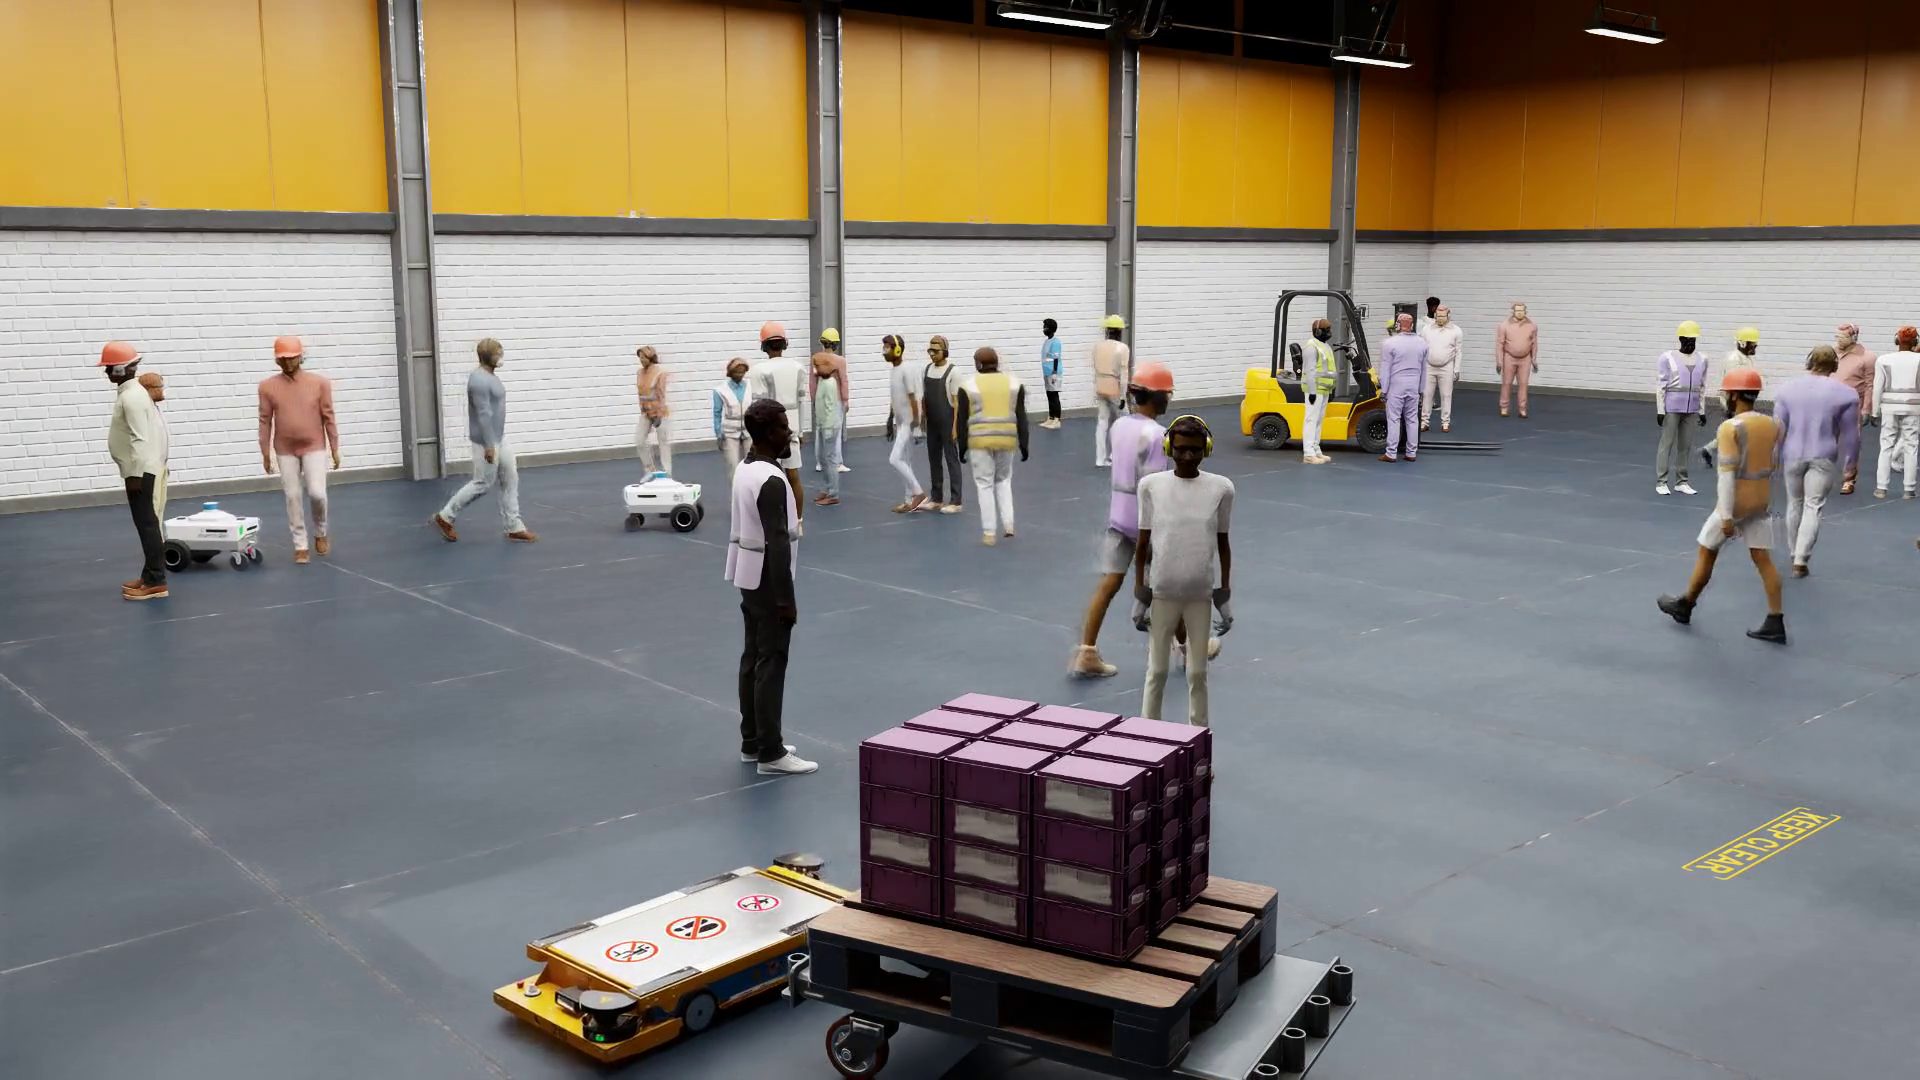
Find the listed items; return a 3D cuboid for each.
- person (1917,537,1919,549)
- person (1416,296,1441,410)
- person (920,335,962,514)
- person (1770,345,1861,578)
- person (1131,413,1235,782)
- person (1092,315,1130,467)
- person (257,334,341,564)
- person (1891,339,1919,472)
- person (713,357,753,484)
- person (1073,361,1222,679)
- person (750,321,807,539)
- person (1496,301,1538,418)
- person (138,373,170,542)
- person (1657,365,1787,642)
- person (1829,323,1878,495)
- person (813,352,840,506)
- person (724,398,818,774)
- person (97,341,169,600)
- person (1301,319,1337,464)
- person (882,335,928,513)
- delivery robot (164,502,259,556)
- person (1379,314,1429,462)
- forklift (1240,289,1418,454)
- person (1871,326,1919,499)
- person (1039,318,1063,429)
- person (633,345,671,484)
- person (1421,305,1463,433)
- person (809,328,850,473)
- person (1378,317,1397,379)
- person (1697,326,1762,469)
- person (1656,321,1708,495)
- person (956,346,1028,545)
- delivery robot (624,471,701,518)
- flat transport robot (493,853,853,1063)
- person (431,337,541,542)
[{"bbox_3d":[6.393,-0.015,10.608,0.822,1.710,0.498,-3,10,-15],"label":"person"},{"bbox_3d":[8.025,-3.181,28.435,0.609,1.953,0.390,-7,12,-35],"label":"person"},{"bbox_3d":[-0.197,-1.183,17.082,0.503,1.838,0.349,9,13,41],"label":"person"},{"bbox_3d":[7.130,-0.667,13.855,0.652,1.894,0.968,8,12,38],"label":"person"},{"bbox_3d":[1.116,0.292,8.350,0.509,1.865,0.329,0,10,3],"label":"person"},{"bbox_3d":[1.903,-1.855,20.800,0.598,1.909,0.530,8,13,40],"label":"person"},{"bbox_3d":[-5.661,-0.772,14.237,0.653,1.976,0.434,-2,10,-13],"label":"person"},{"bbox_3d":[11.589,-1.634,20.298,0.363,1.625,0.582,6,12,33],"label":"person"},{"bbox_3d":[-2.239,-1.056,16.934,0.542,1.620,0.429,-3,10,-16],"label":"person"},{"bbox_3d":[1.167,-0.119,10.397,1.073,1.987,0.629,-6,11,-30],"label":"person"},{"bbox_3d":[-1.696,-0.994,15.366,0.609,2.040,0.394,-9,13,-43],"label":"person"},{"bbox_3d":[9.100,-2.942,27.180,0.653,1.906,0.403,1,10,8],"label":"person"},{"bbox_3d":[-6.981,-0.634,14.440,0.272,1.632,0.508,-2,10,-12],"label":"person"},{"bbox_3d":[5.398,-0.269,11.589,0.553,1.879,1.032,-4,11,-23],"label":"person"},{"bbox_3d":[9.805,-1.458,18.494,0.400,1.901,0.643,-6,12,-33],"label":"person"},{"bbox_3d":[-1.420,-1.176,17.648,0.295,1.624,0.514,-2,10,-14],"label":"person"},{"bbox_3d":[-0.990,0.237,8.504,0.392,1.922,0.592,-4,11,-24],"label":"person"},{"bbox_3d":[-6.372,-0.538,12.827,0.393,1.990,0.616,-4,11,-24],"label":"person"},{"bbox_3d":[4.582,-1.897,21.228,0.430,1.845,0.619,5,11,29],"label":"person"},{"bbox_3d":[-0.571,-1.165,16.936,0.432,1.842,0.596,-4,10,-21],"label":"person"},{"bbox_3d":[-6.317,-0.075,14.050,0.707,0.478,0.477,0,10,3],"label":"delivery robot"},{"bbox_3d":[5.668,-1.943,21.338,0.644,1.903,0.401,-3,10,-18],"label":"person"},{"bbox_3d":[5.034,-2.339,22.783,2.313,2.155,1.214,3,10,16],"label":"forklift"},{"bbox_3d":[10.244,-1.385,18.107,0.573,1.883,0.353,5,11,28],"label":"person"},{"bbox_3d":[1.400,-2.546,25.480,0.320,1.690,0.537,-3,10,-16],"label":"person"},{"bbox_3d":[-3.517,-1.423,19.113,0.513,1.620,0.447,7,12,35],"label":"person"},{"bbox_3d":[7.174,-2.557,24.918,0.639,1.904,0.407,4,11,23],"label":"person"},{"bbox_3d":[-1.582,-1.701,20.303,0.534,1.767,0.319,5,11,26],"label":"person"},{"bbox_3d":[6.566,-2.468,24.924,0.686,1.733,0.467,-3,10,-19],"label":"person"},{"bbox_3d":[9.255,-1.664,19.953,0.606,1.810,0.591,7,12,34],"label":"person"},{"bbox_3d":[7.990,-1.458,18.409,0.585,1.928,0.368,-2,10,-10],"label":"person"},{"bbox_3d":[0.281,-0.856,15.247,0.647,1.815,0.476,-2,10,-13],"label":"person"},{"bbox_3d":[-2.874,-0.418,16.056,0.707,0.478,0.477,0,10,-2],"label":"delivery robot"},{"bbox_3d":[-0.901,1.477,6.068,0.652,0.197,1.431,9,13,41],"label":"flat transport robot"},{"bbox_3d":[-4.371,-0.902,15.223,0.900,1.912,0.633,0,10,0],"label":"person"}]
